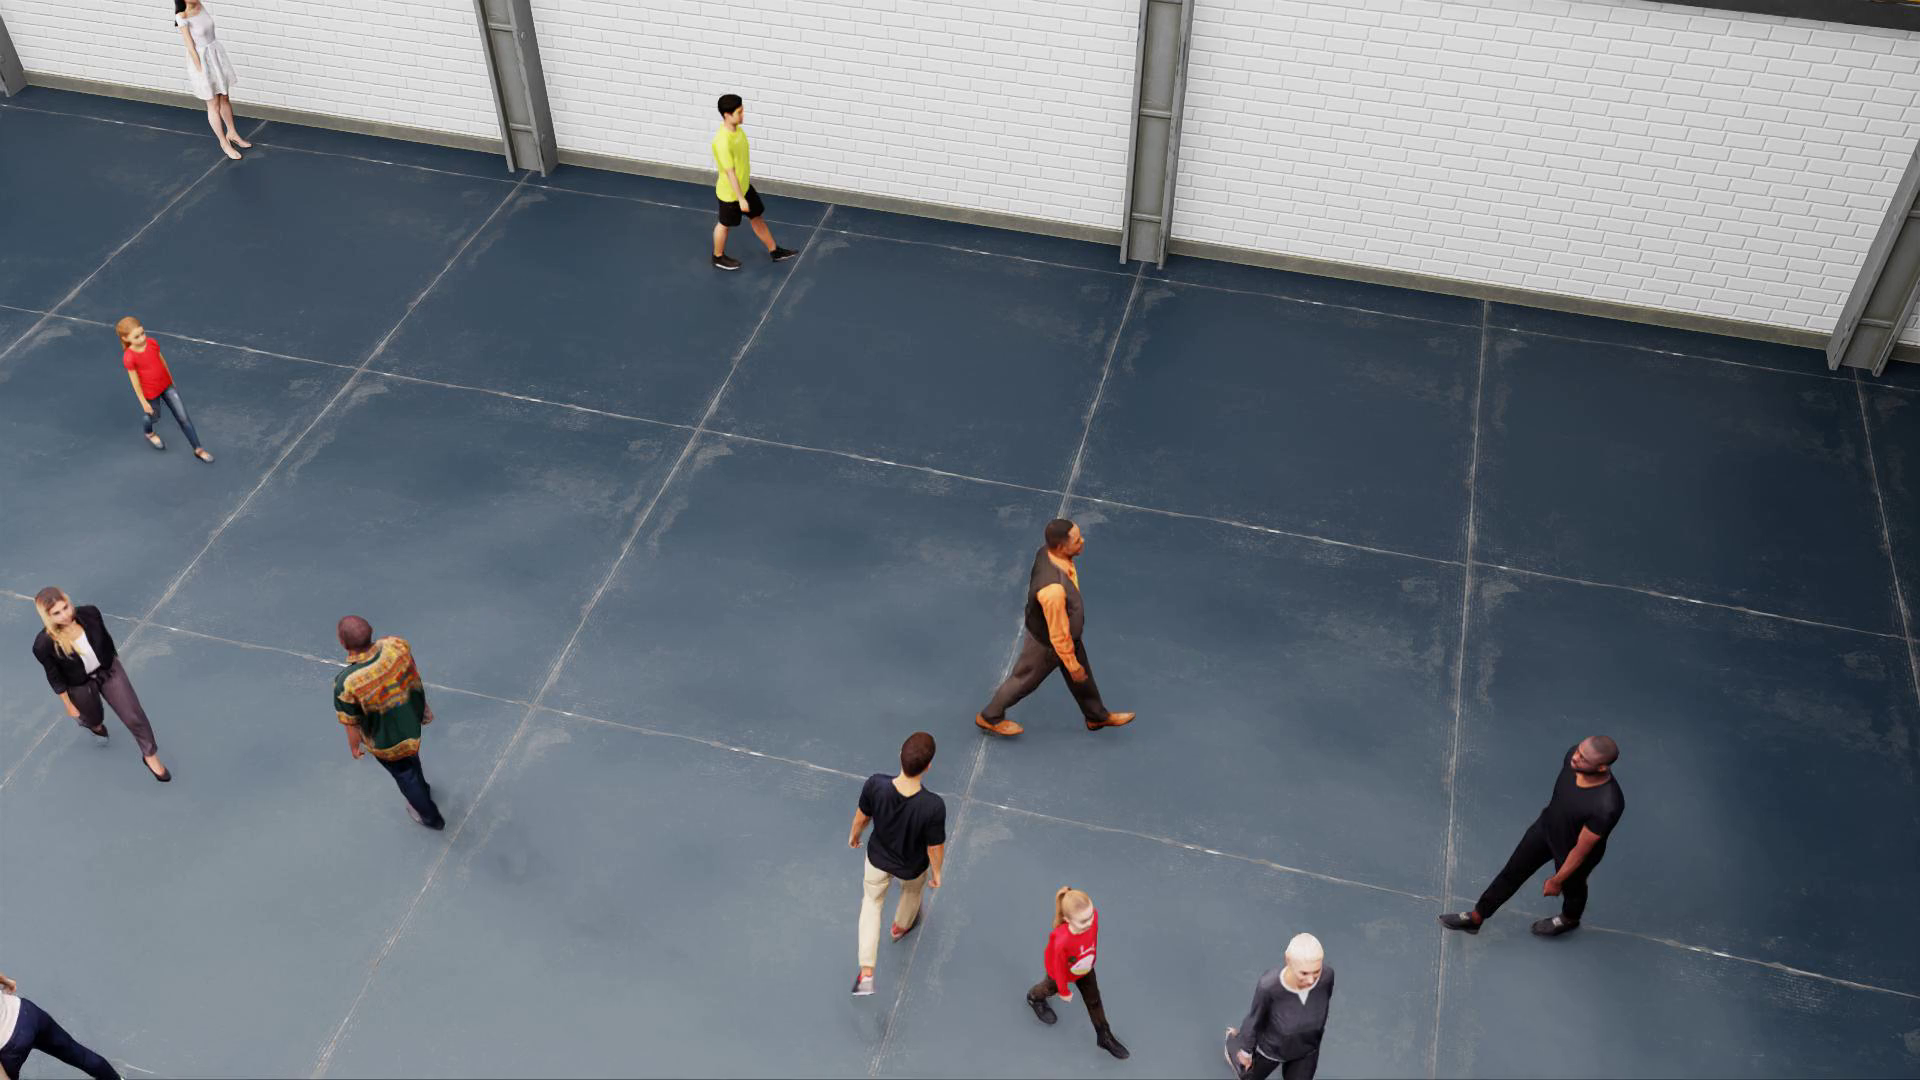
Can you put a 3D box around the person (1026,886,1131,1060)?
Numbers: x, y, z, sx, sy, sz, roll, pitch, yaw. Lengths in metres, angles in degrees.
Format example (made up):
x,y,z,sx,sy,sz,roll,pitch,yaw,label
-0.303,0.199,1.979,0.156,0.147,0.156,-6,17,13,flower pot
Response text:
x,y,z,sx,sy,sz,roll,pitch,yaw,label
0.554,2.280,9.027,0.812,1.247,0.967,-32,52,-29,person

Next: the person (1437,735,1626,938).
x,y,z,sx,sy,sz,roll,pitch,yaw,label
3.463,1.693,9.255,1.218,1.784,0.974,-6,44,-6,person

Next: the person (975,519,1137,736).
x,y,z,sx,sy,sz,roll,pitch,yaw,label
0.455,0.613,10.331,1.289,1.863,0.771,6,44,7,person

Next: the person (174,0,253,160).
x,y,z,sx,sy,sz,roll,pitch,yaw,label
-7.099,-4.466,15.727,0.654,1.775,0.665,6,44,7,person

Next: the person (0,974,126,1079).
x,y,z,sx,sy,sz,roll,pitch,yaw,label
-4.721,2.542,8.455,1.174,1.657,1.036,-2,44,-2,person

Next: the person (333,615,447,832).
x,y,z,sx,sy,sz,roll,pitch,yaw,label
-3.298,1.136,9.830,0.877,1.797,0.823,25,49,24,person

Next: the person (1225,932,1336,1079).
x,y,z,sx,sy,sz,roll,pitch,yaw,label
1.625,2.483,8.484,1.042,1.703,0.964,-8,44,-9,person

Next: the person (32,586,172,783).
x,y,z,sx,sy,sz,roll,pitch,yaw,label
-5.375,0.853,10.244,1.077,1.636,0.849,27,50,26,person

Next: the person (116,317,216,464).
x,y,z,sx,sy,sz,roll,pitch,yaw,label
-6.148,-1.157,12.602,0.944,1.293,0.660,23,48,22,person

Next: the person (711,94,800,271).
x,y,z,sx,sy,sz,roll,pitch,yaw,label
-2.022,-3.044,14.306,1.001,1.675,0.666,8,44,8,person

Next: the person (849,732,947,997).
x,y,z,sx,sy,sz,roll,pitch,yaw,label
-0.366,1.820,9.100,0.944,1.814,0.788,8,44,9,person
